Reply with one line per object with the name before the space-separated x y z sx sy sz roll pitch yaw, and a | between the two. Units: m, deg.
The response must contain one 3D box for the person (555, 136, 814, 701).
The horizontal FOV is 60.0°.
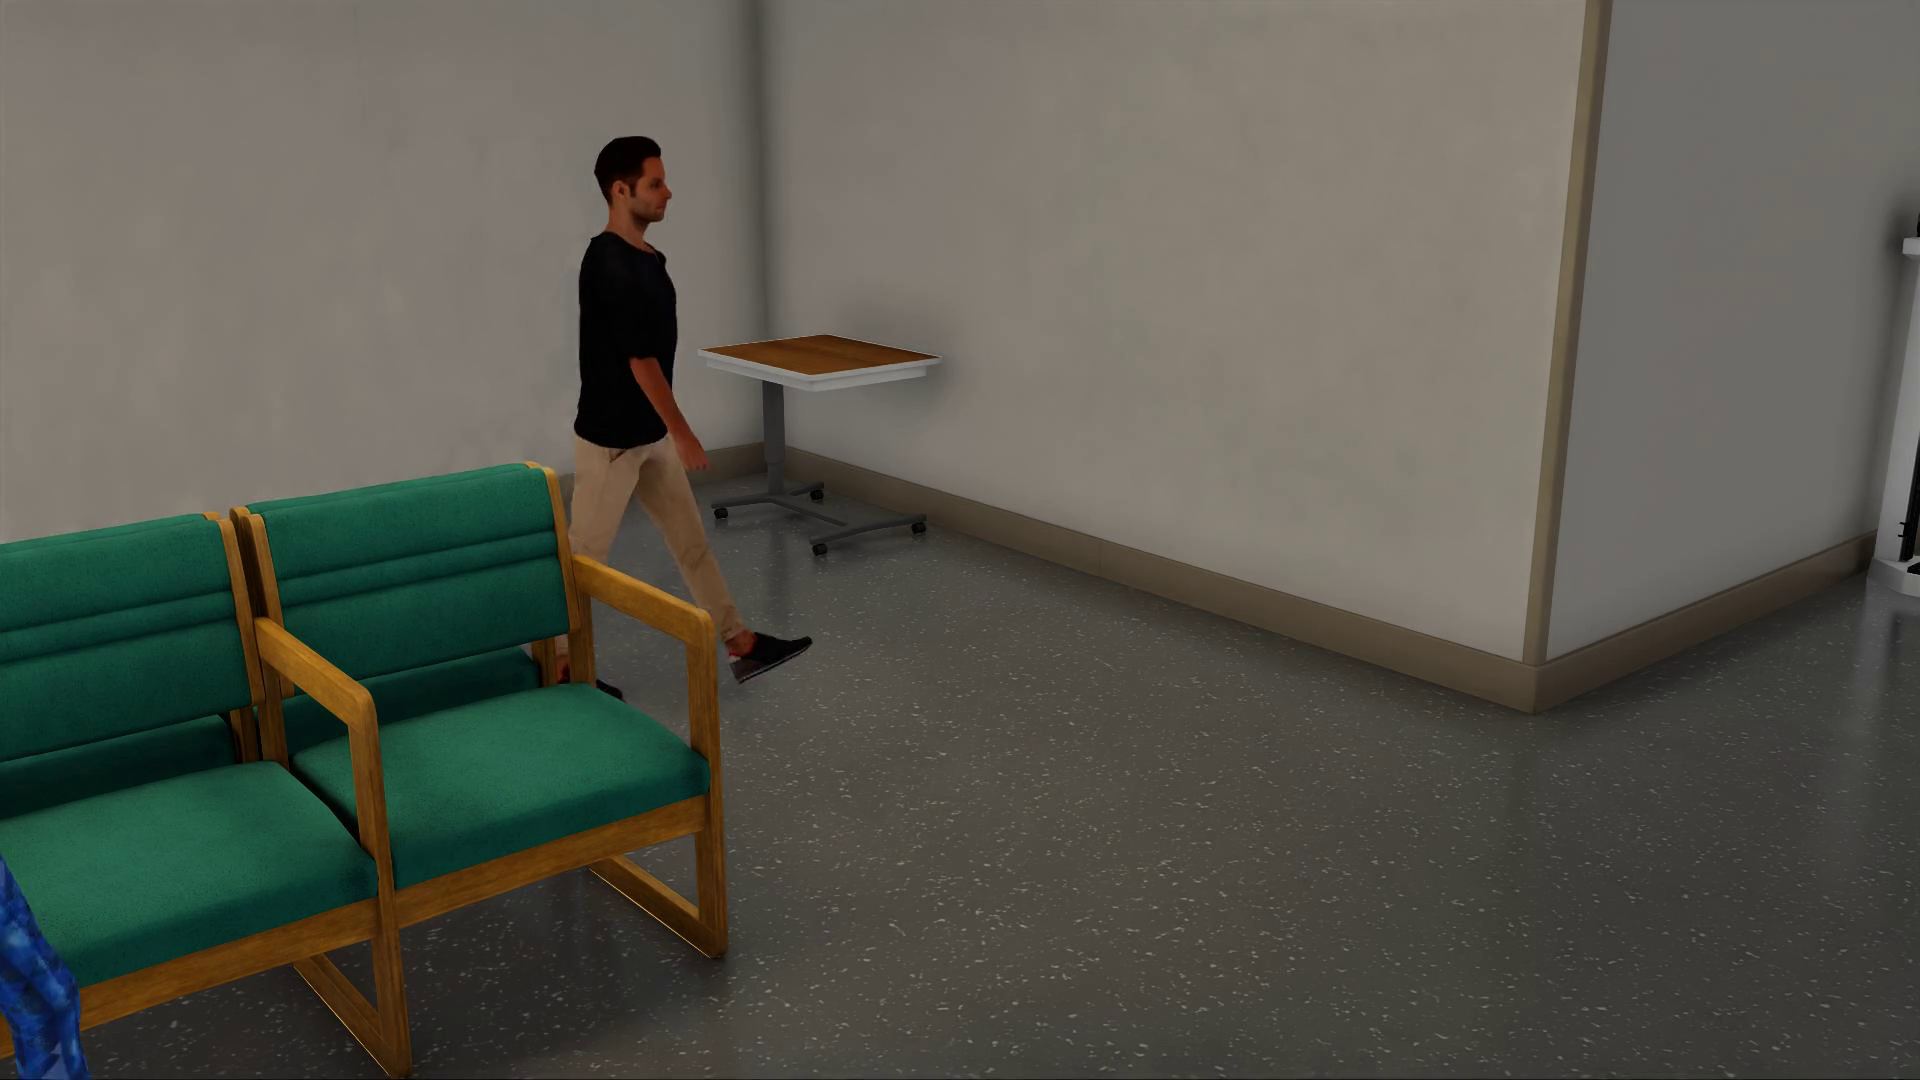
person | -1.159 -0.314 5.263 1.173 1.812 1.134 0 16 1
